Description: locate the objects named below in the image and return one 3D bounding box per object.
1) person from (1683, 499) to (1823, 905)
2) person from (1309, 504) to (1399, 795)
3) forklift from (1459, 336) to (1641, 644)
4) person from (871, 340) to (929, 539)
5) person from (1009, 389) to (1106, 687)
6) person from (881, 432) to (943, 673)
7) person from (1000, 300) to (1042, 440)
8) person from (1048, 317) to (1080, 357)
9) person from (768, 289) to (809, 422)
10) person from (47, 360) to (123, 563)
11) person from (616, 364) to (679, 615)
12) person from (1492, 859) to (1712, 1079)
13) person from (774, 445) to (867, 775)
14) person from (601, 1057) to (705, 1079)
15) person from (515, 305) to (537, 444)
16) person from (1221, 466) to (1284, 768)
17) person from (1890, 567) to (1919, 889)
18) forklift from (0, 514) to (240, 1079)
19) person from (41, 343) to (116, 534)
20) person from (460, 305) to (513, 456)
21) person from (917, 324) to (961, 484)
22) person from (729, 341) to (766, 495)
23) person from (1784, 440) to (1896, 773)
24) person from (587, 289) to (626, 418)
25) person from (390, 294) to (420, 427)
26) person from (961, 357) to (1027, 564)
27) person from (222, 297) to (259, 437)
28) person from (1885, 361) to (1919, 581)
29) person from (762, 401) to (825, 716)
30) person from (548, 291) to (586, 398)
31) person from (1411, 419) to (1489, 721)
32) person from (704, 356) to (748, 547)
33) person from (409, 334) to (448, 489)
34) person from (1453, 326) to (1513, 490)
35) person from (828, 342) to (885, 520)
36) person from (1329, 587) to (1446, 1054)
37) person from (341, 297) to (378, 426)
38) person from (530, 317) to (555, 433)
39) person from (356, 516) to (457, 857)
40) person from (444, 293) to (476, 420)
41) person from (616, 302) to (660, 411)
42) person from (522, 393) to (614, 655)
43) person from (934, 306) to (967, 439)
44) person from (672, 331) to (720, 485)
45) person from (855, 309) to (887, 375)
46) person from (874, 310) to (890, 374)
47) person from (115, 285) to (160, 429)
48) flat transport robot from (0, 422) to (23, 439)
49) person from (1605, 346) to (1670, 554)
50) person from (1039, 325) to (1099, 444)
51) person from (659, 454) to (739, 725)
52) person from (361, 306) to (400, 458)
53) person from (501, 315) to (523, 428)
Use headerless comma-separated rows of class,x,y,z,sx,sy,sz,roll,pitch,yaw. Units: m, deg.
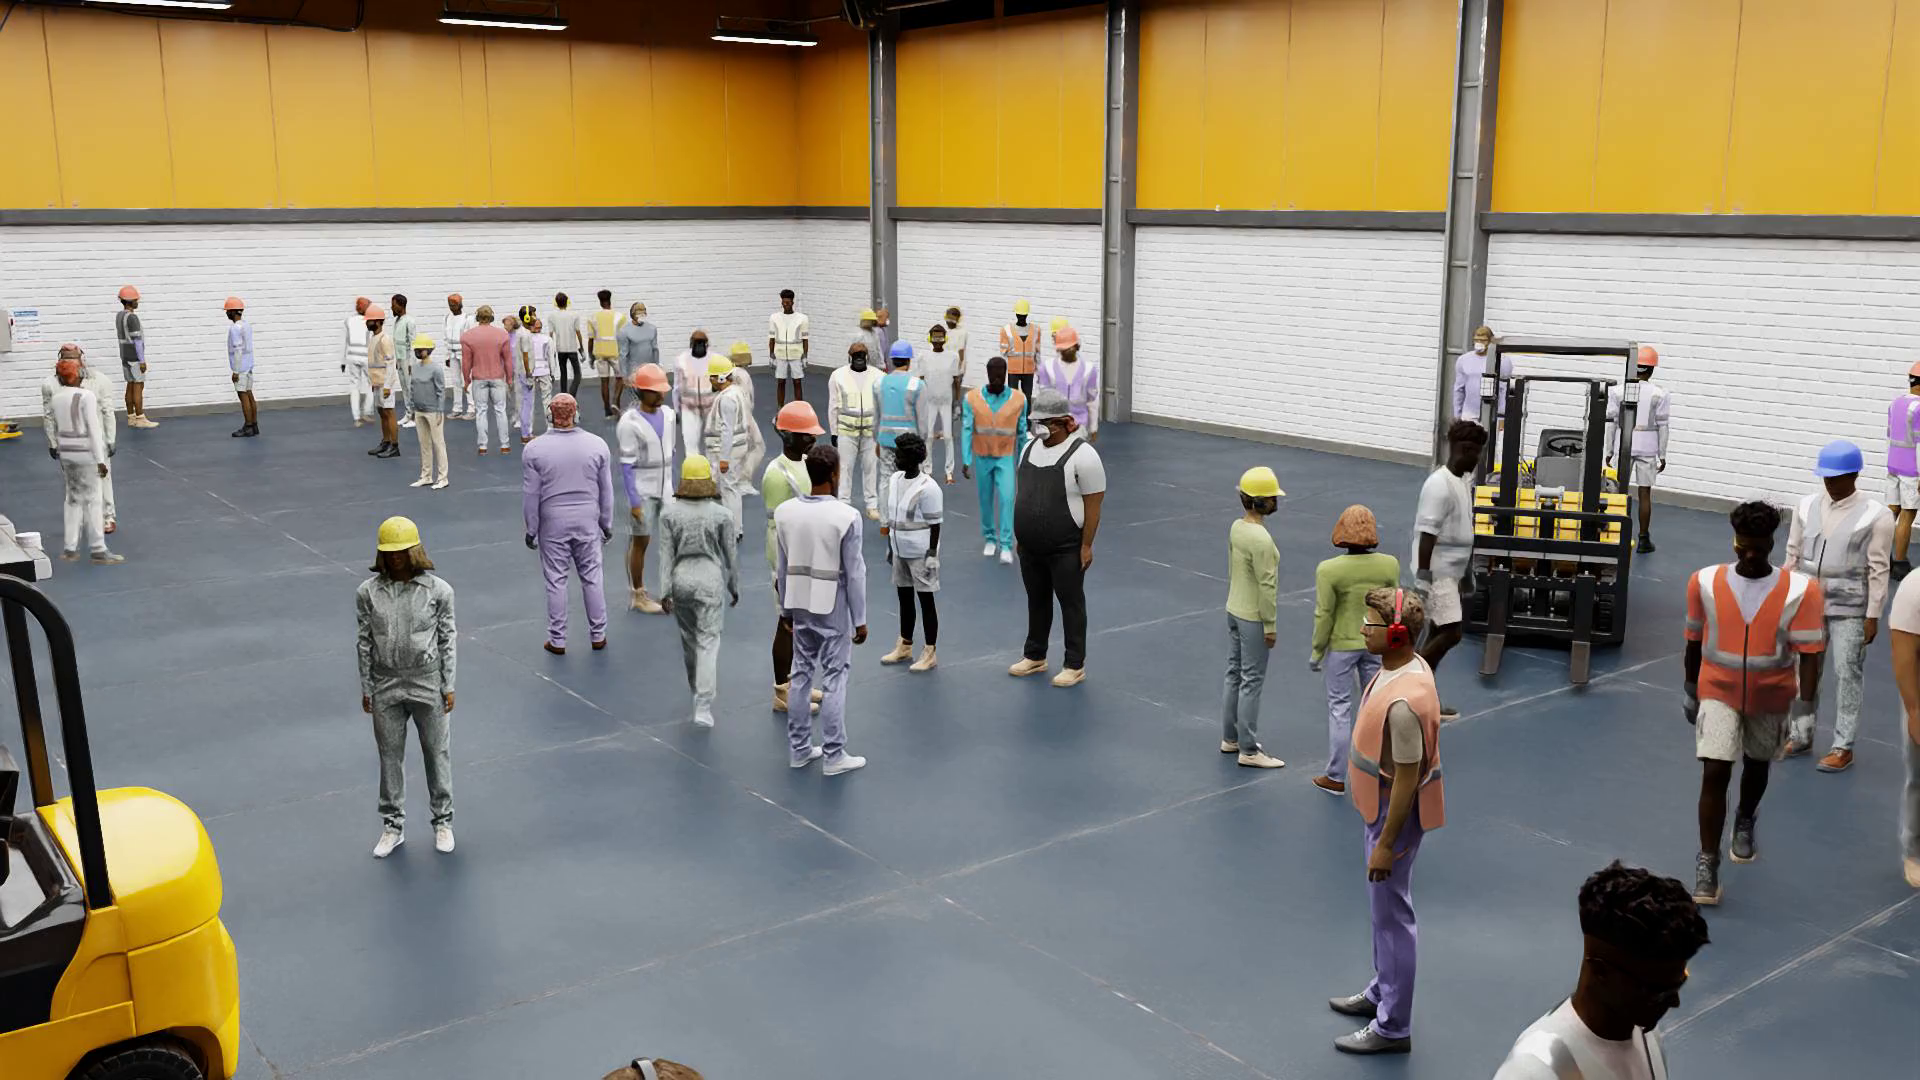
person,3.790,0.734,8.016,0.607,1.918,0.990,6,13,27
person,2.190,0.612,9.265,0.498,1.634,0.280,-3,12,-13
forklift,4.683,-0.471,13.136,1.214,2.155,2.313,4,12,20
person,-0.573,-0.965,16.153,0.599,1.938,0.415,6,13,25
person,0.611,-0.021,11.336,0.687,2.000,0.535,11,16,42
person,-0.330,0.082,11.672,0.322,1.698,0.533,-10,15,-39
person,0.837,-2.318,22.714,0.593,1.922,0.383,-3,12,-14
person,1.334,-1.924,21.108,0.455,1.807,0.624,1,12,3
person,-2.527,-2.718,24.542,0.606,1.966,0.367,1,12,3
person,-7.974,-0.705,15.127,0.699,1.853,0.349,6,13,28
person,-2.375,-0.373,13.078,0.732,2.017,0.644,8,14,35
person,1.343,1.624,3.593,0.384,1.959,0.600,10,15,40
person,-0.808,0.407,9.590,0.593,1.911,0.384,7,14,31
person,-0.534,1.797,3.032,0.341,1.845,0.511,-8,14,-33
person,-5.825,-2.228,22.437,0.327,1.862,0.510,-4,12,-17
person,1.722,0.447,9.741,0.305,1.771,0.525,-3,12,-12
person,4.641,0.744,7.644,0.688,2.000,1.013,5,13,23
forklift,-3.687,1.115,5.480,2.313,2.155,1.214,-9,15,-36
person,-8.648,-0.986,16.361,0.635,1.900,0.398,-4,12,-19
person,-6.059,-2.045,21.361,0.635,1.937,0.354,-4,12,-17
person,-0.245,-1.572,19.274,0.514,1.861,0.321,0,12,2
person,-2.367,-1.343,18.479,0.405,1.719,0.507,-6,13,-27
person,5.073,0.376,9.695,0.421,1.935,0.616,-7,14,-31
person,-5.272,-2.790,24.964,0.640,1.937,0.508,0,12,0
person,-8.005,-2.594,24.063,0.373,1.916,0.596,-9,15,-37
person,0.308,-0.720,15.128,0.596,1.873,0.950,1,12,4
person,-9.985,-2.395,23.052,0.358,1.936,0.552,-1,12,-5
person,8.271,-0.610,14.458,0.375,1.927,0.543,0,12,0
person,-1.040,0.118,10.699,0.394,2.037,0.603,3,12,13
person,-6.090,-2.914,25.767,0.575,1.851,0.639,0,12,-1
person,3.072,0.199,10.559,0.403,1.922,0.660,7,13,29
person,-2.225,-0.846,15.863,0.403,1.821,0.602,-1,12,-4
person,-6.077,-1.465,18.970,0.524,1.772,0.301,7,14,30
person,5.680,-1.372,18.151,0.622,1.932,0.378,8,14,35
person,-1.038,-1.114,17.102,0.625,1.844,0.429,-3,12,-12
person,1.680,1.086,6.463,0.389,1.846,0.567,2,12,10
person,-8.718,-2.606,24.265,0.692,1.851,0.684,1,12,4
person,-5.956,-2.314,23.417,0.514,1.630,0.318,-2,12,-9
person,-2.783,0.738,8.396,0.486,1.744,0.294,-2,12,-9
person,-7.456,-2.733,24.809,0.575,1.887,0.360,6,13,26
person,-4.286,-2.227,22.275,0.386,1.927,0.641,10,16,41
person,-2.856,-0.116,12.137,0.652,1.900,0.405,-5,13,-23
person,-0.063,-2.277,22.695,0.431,1.848,0.602,-8,14,-35
person,-2.948,-1.471,18.938,0.652,1.797,0.871,-1,12,-6
person,-1.287,-2.496,24.116,0.915,1.689,0.502,7,14,30
person,-1.185,-2.656,25.079,0.299,1.625,0.511,4,12,19
person,-11.845,-2.619,23.869,0.607,2.048,0.367,10,16,41
flat transport robot,-13.694,-1.503,22.790,1.431,0.197,0.652,3,12,15
person,6.334,-0.845,15.568,0.552,1.934,0.373,7,14,32
person,1.119,-1.208,17.112,0.622,2.023,0.533,0,12,2
person,-1.667,0.303,10.618,0.487,1.692,0.918,0,12,0
person,-7.394,-2.015,21.214,0.364,1.939,0.542,-9,15,-36
person,-6.432,-2.422,23.930,0.525,1.625,0.356,5,13,22
